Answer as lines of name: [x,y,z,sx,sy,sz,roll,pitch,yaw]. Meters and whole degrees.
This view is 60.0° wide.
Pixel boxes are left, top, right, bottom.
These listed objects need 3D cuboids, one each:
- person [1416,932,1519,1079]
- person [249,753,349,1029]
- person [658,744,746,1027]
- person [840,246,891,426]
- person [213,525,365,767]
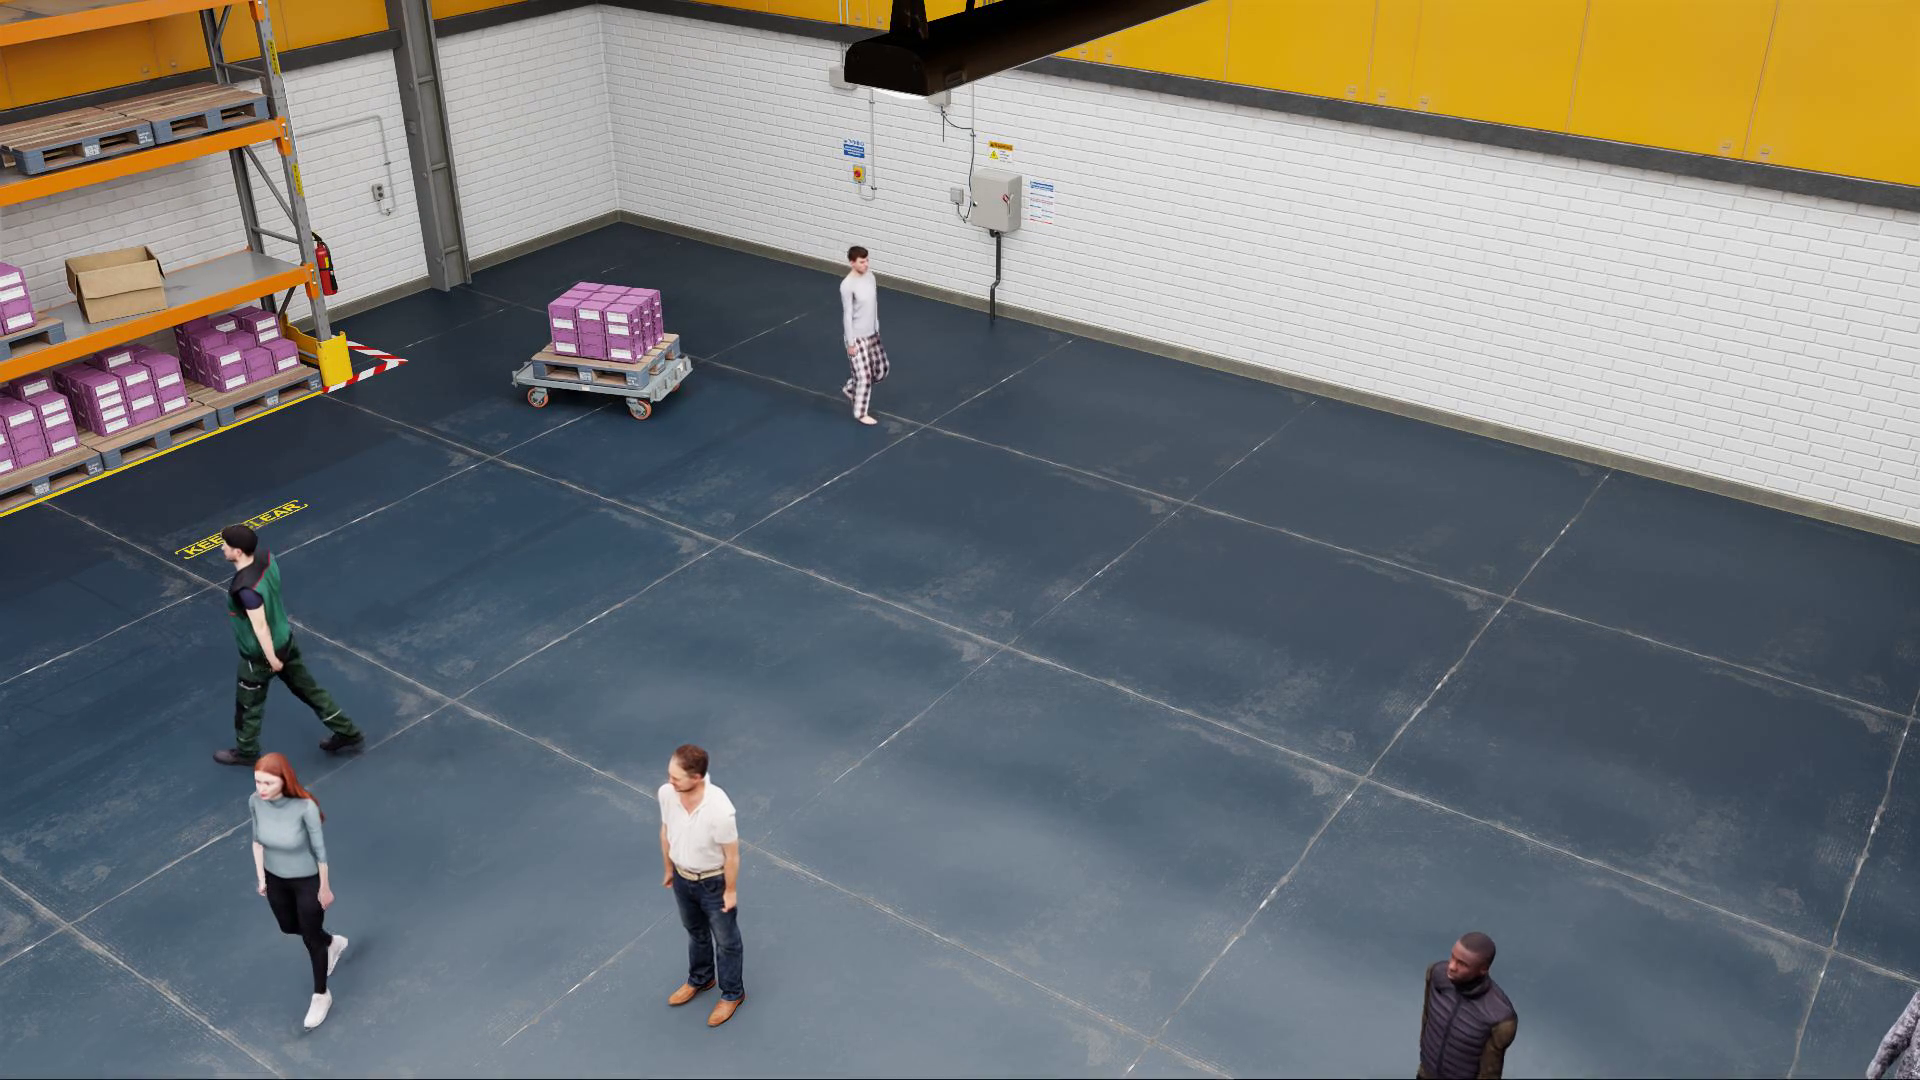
person: [2.456,2.597,7.983,1.242,1.788,0.971,-18,33,-30]
person: [-3.704,1.888,9.333,0.761,1.738,0.918,8,30,13]
person: [-1.408,1.866,9.258,0.641,1.849,0.551,18,34,30]
person: [-1.038,-2.044,16.442,0.697,1.833,0.665,19,34,31]
person: [-4.616,0.723,11.342,1.202,1.860,1.251,-1,29,-2]
